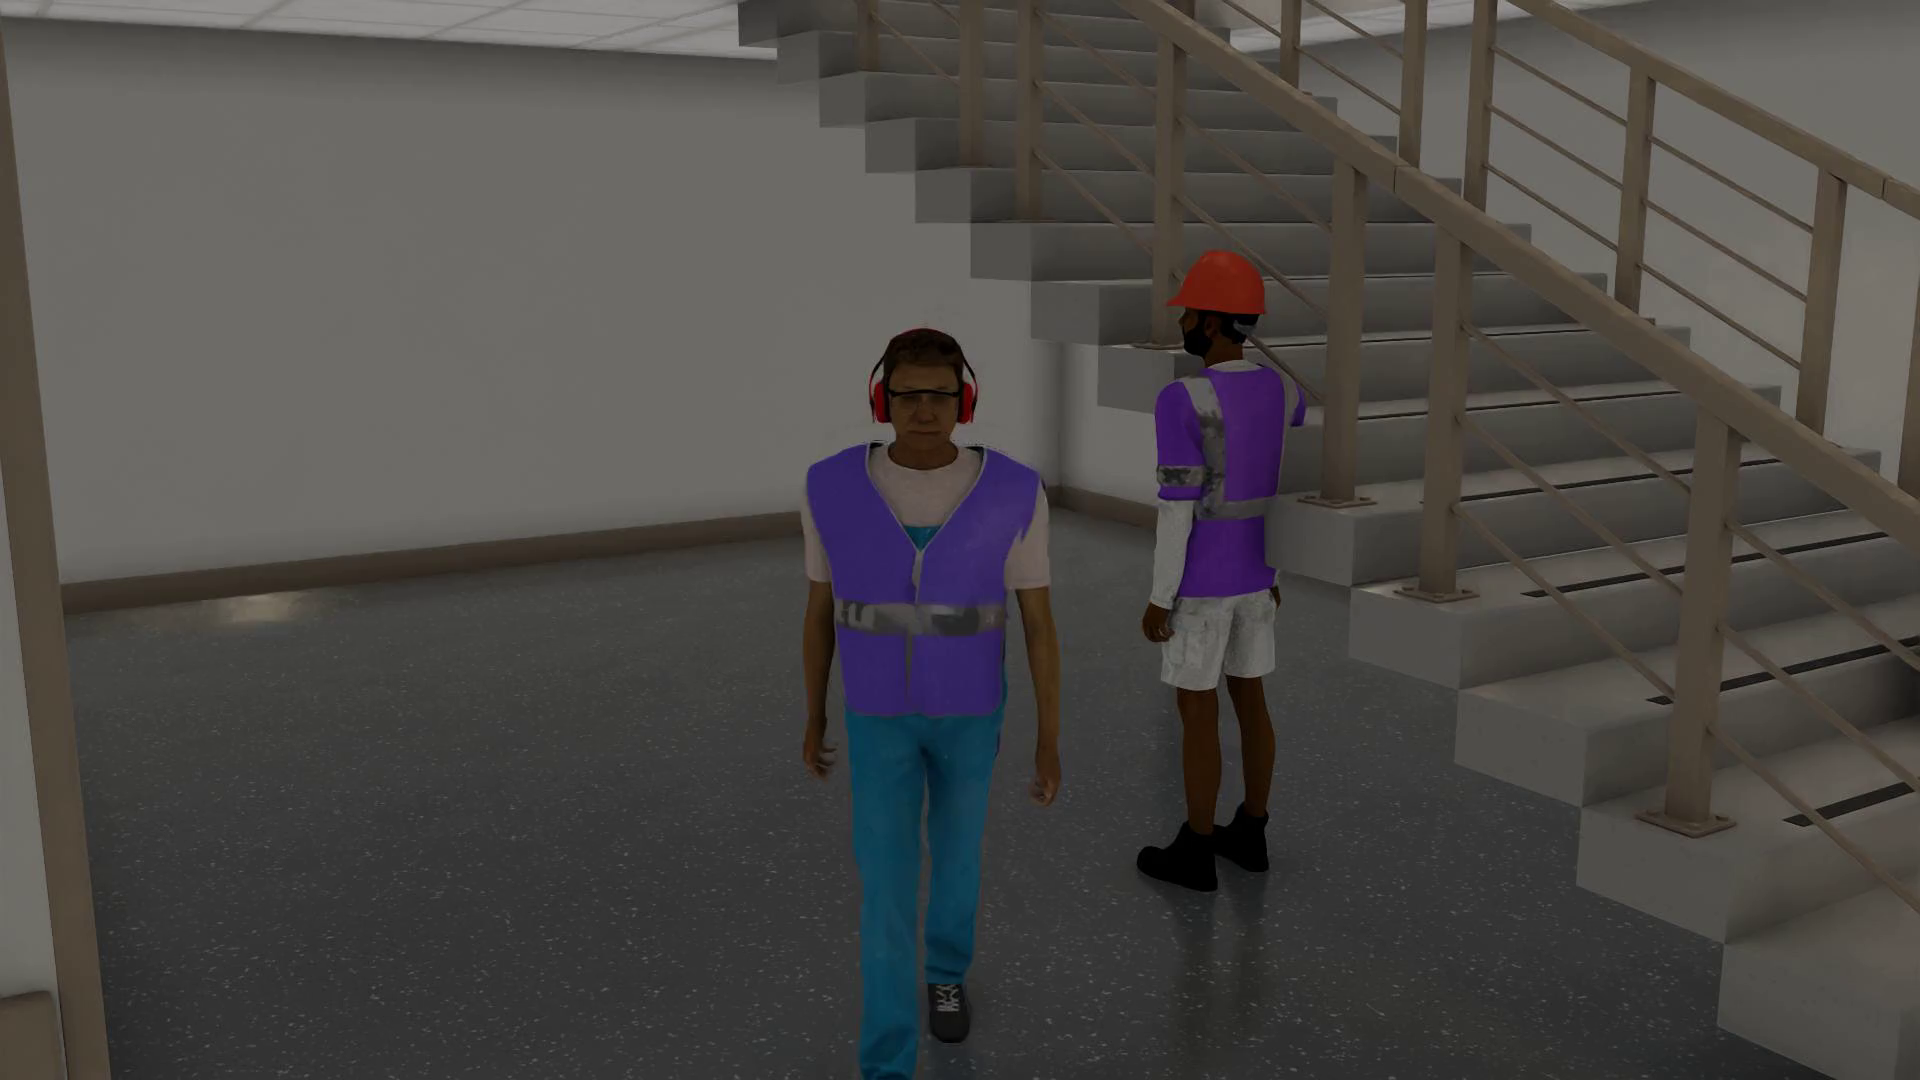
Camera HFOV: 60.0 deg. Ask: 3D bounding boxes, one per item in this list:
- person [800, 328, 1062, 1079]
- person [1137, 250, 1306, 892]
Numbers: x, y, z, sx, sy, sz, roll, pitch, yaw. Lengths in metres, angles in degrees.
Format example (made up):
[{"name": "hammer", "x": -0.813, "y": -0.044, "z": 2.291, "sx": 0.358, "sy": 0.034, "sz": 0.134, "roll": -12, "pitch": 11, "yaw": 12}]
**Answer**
[{"name": "person", "x": -0.072, "y": 0.418, "z": 3.815, "sx": 0.601, "sy": 1.786, "sz": 0.970, "roll": 0, "pitch": 11, "yaw": -1}, {"name": "person", "x": 0.779, "y": 0.101, "z": 5.073, "sx": 0.545, "sy": 1.942, "sz": 0.349, "roll": -8, "pitch": 13, "yaw": -36}]
